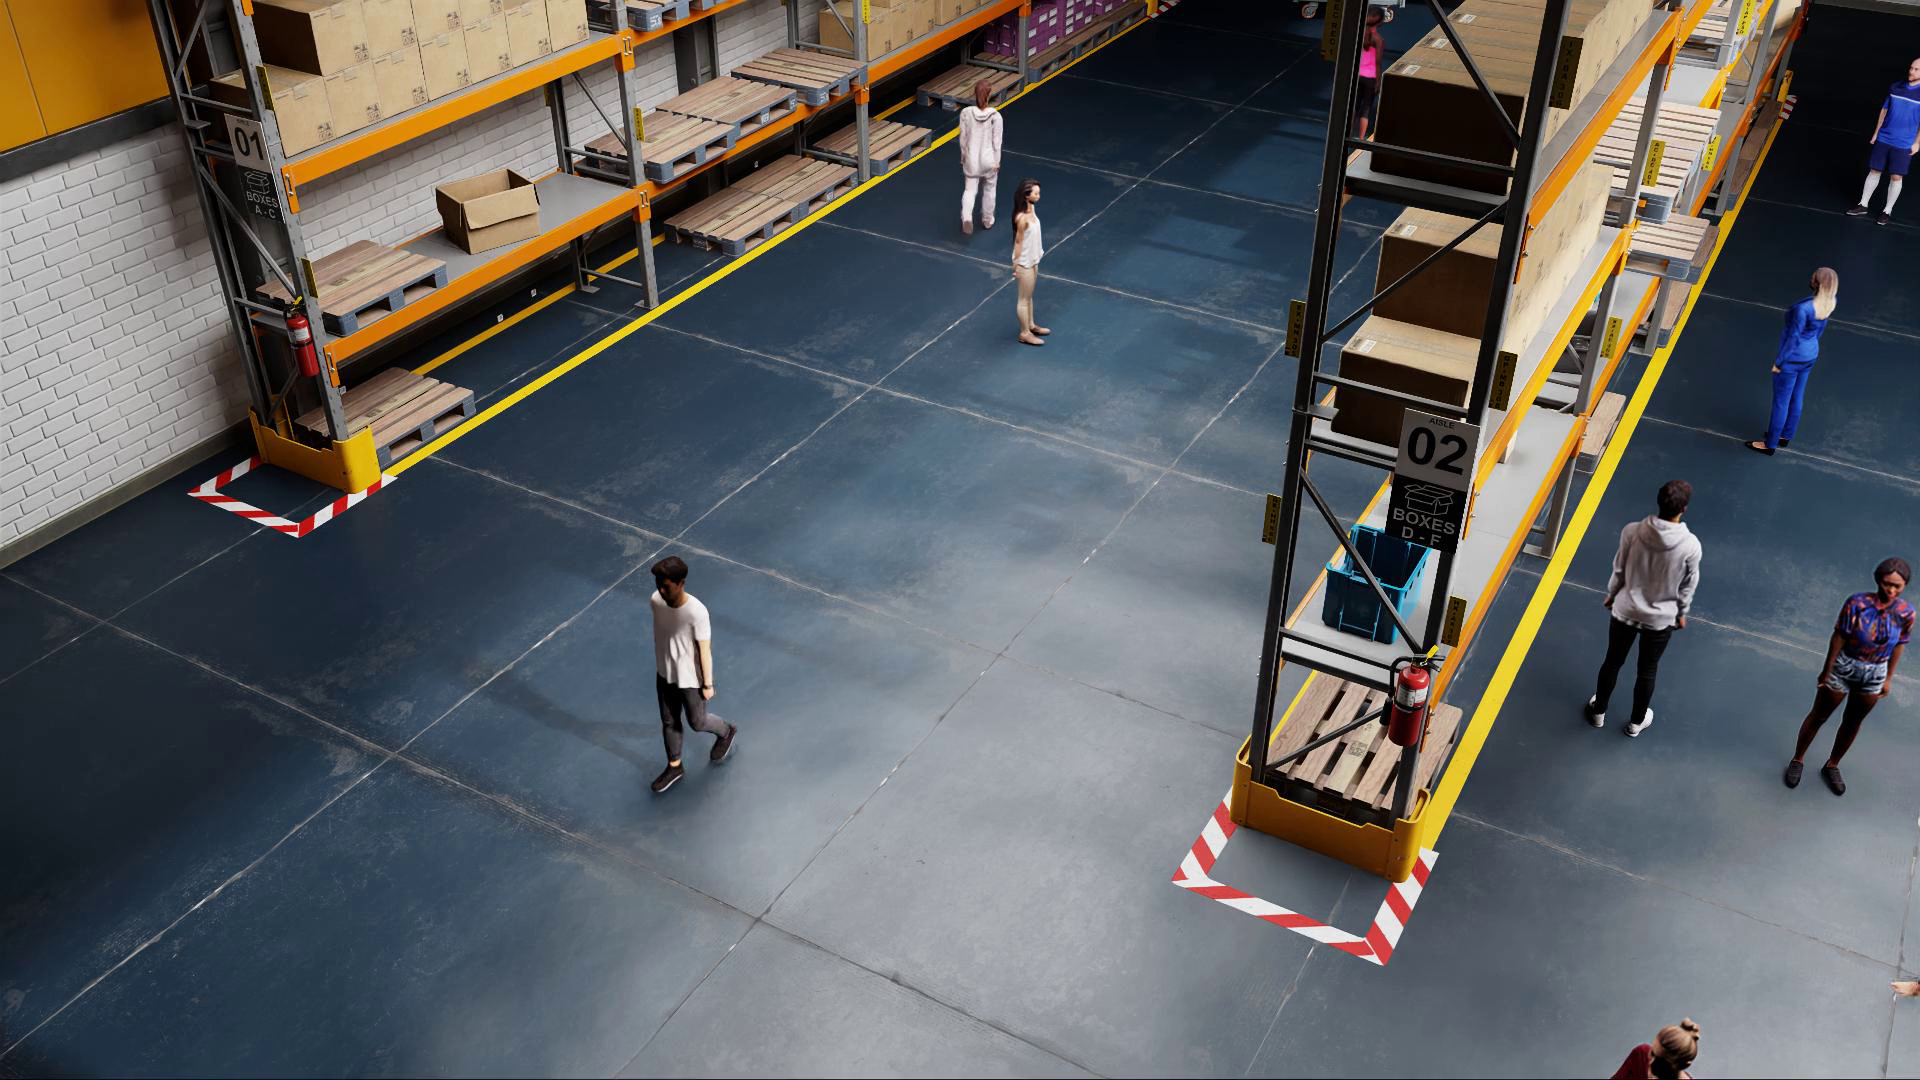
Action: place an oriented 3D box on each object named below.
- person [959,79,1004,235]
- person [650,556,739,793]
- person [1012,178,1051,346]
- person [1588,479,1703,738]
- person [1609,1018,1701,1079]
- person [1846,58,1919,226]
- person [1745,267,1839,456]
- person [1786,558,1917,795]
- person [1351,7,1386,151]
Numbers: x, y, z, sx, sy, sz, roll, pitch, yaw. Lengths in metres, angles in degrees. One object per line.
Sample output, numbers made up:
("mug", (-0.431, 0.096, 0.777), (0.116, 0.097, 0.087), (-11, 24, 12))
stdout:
("person", (0.208, -4.111, 18.037), (0.791, 1.672, 1.016), (9, 35, 13))
("person", (-1.718, 0.805, 10.609), (0.717, 1.706, 0.952), (23, 40, 31))
("person", (0.622, -2.676, 15.897), (0.673, 1.651, 0.612), (-6, 34, -9))
("person", (4.507, 0.454, 10.937), (0.666, 1.930, 0.575), (17, 37, 24))
("person", (3.101, 2.810, 7.599), (0.676, 1.700, 0.692), (-19, 38, -26))
("person", (10.334, -4.413, 18.339), (0.691, 1.841, 0.739), (-24, 41, -32))
("person", (7.120, -1.526, 14.121), (0.632, 1.701, 0.758), (-21, 39, -28))
("person", (5.658, 0.852, 10.506), (0.646, 1.743, 0.608), (8, 34, 11))
("person", (4.937, -5.626, 20.269), (0.692, 1.724, 0.660), (-17, 37, -23))
